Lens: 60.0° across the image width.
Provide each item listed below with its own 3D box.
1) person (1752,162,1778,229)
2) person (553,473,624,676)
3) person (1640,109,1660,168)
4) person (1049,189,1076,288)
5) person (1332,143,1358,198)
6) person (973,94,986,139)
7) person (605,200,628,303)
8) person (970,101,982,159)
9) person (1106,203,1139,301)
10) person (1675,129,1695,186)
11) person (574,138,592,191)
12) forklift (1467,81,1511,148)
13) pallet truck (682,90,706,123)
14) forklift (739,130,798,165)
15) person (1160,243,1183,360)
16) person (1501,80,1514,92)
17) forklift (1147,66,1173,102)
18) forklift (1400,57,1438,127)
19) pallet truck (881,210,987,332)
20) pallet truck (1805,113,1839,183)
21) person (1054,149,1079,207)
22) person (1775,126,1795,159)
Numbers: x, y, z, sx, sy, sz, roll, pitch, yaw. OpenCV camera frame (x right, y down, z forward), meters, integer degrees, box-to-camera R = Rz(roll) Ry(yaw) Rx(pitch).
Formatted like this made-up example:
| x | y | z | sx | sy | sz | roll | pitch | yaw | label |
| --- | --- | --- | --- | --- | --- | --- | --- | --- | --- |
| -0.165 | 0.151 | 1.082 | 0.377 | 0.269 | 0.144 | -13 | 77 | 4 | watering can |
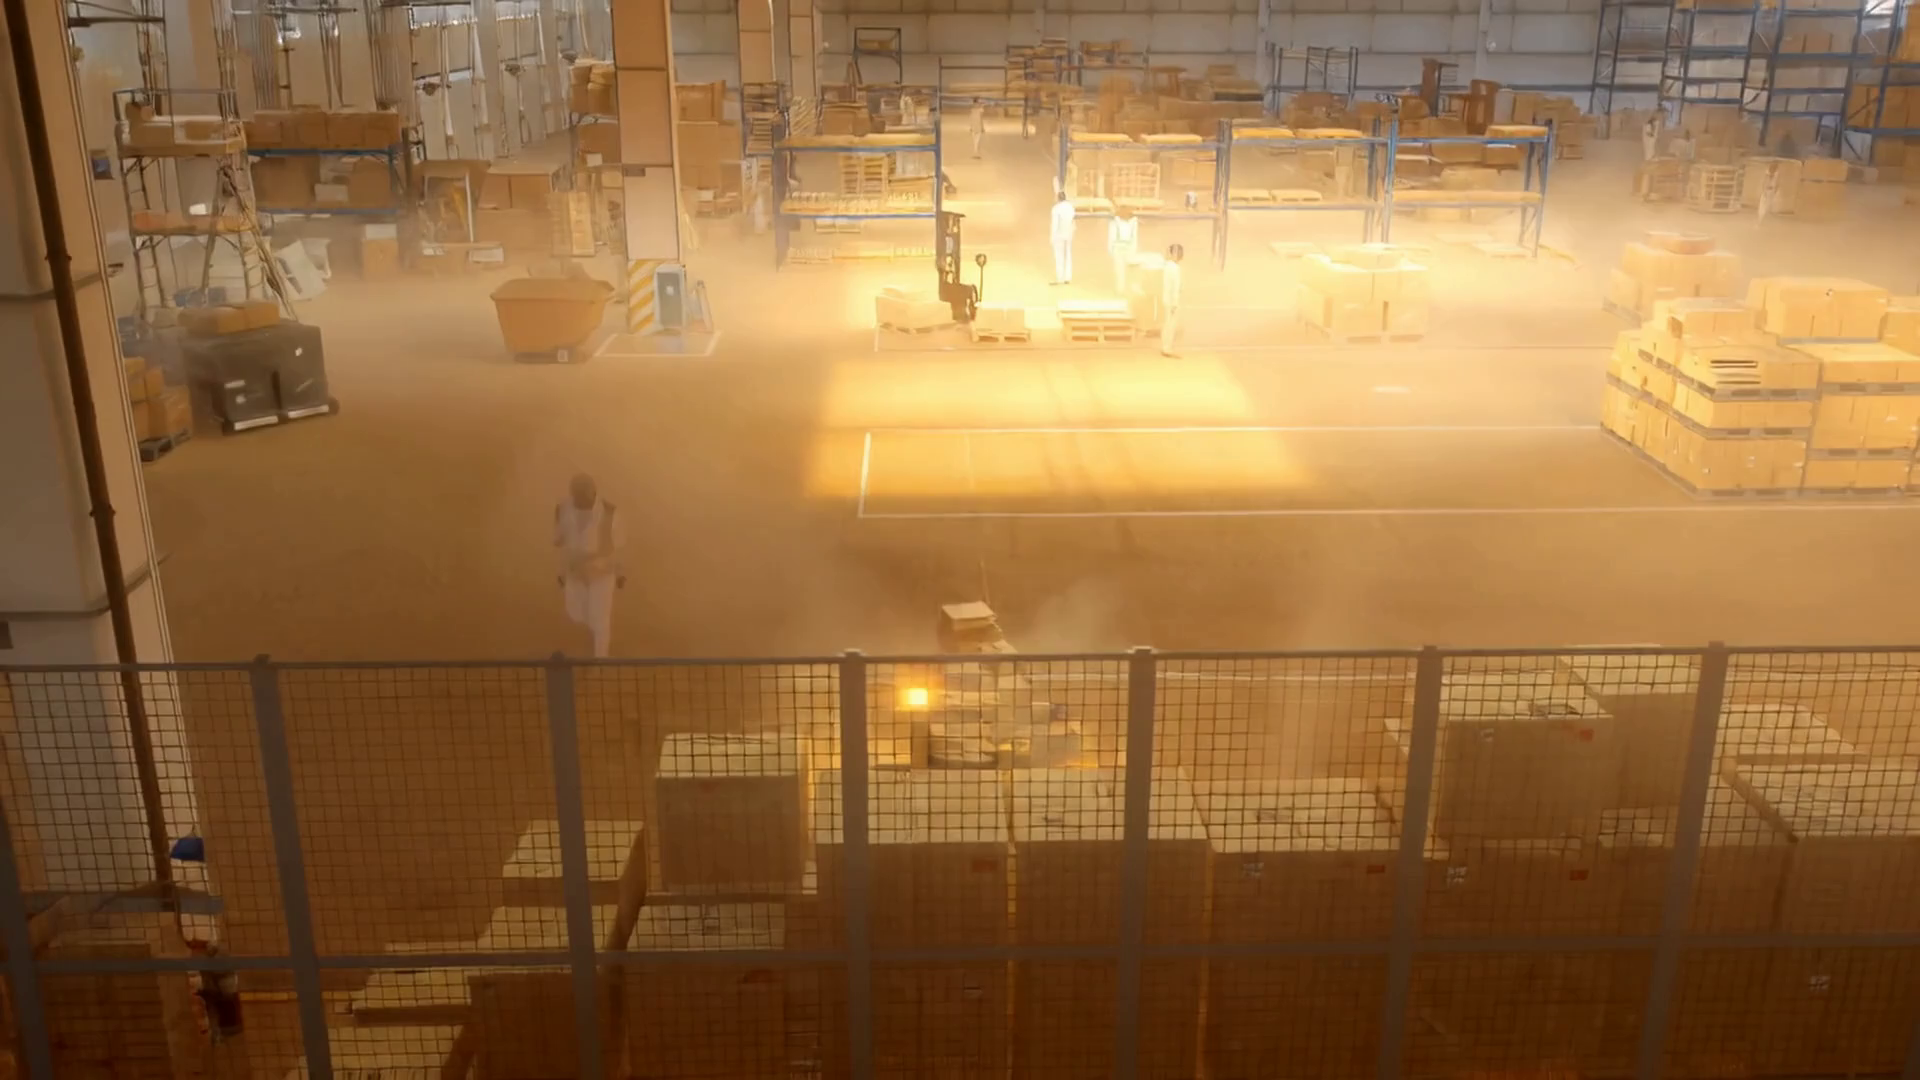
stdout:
| x | y | z | sx | sy | sz | roll | pitch | yaw | label |
| --- | --- | --- | --- | --- | --- | --- | --- | --- | --- |
| 19.900 | -8.507 | 41.065 | 0.603 | 1.609 | 0.389 | -14 | 23 | -36 | person |
| -3.265 | 0.253 | 14.745 | 0.632 | 1.830 | 0.608 | 1 | 19 | 3 | person |
| 22.484 | -13.041 | 54.058 | 0.390 | 1.912 | 0.589 | -3 | 19 | -9 | person |
| 2.022 | -6.013 | 33.170 | 0.373 | 1.935 | 0.628 | 17 | 25 | 42 | person |
| 10.636 | -10.372 | 46.139 | 0.633 | 1.916 | 0.743 | -1 | 19 | -2 | person |
| 0.726 | -16.316 | 64.098 | 0.540 | 1.695 | 0.317 | -6 | 19 | -16 | person |
| -6.491 | -5.476 | 31.587 | 0.384 | 1.924 | 0.593 | -13 | 22 | -33 | person |
| 0.533 | -14.050 | 57.013 | 0.372 | 1.934 | 0.627 | 7 | 20 | 21 | person |
| 3.150 | -5.474 | 31.692 | 0.606 | 1.848 | 0.859 | -6 | 20 | -18 | person |
| 21.558 | -11.357 | 49.389 | 0.548 | 1.676 | 0.606 | -2 | 19 | -7 | person |
| -9.982 | -9.693 | 44.106 | 0.414 | 1.918 | 0.625 | -4 | 19 | -11 | person |
| 16.581 | -13.188 | 52.995 | 1.873 | 2.768 | 1.129 | -9 | 20 | -24 | forklift |
| -9.671 | -15.907 | 62.421 | 0.823 | 1.965 | 1.885 | 5 | 19 | 15 | pallet truck |
| -6.389 | -13.889 | 55.073 | 1.873 | 2.768 | 1.129 | -1 | 19 | -1 | forklift |
| 3.429 | -3.851 | 26.851 | 0.327 | 1.874 | 0.519 | -2 | 19 | -7 | person |
| 22.718 | -18.137 | 69.170 | 0.547 | 1.917 | 0.694 | 6 | 20 | 17 | person |
| 7.425 | -16.286 | 62.184 | 1.129 | 2.768 | 1.873 | -9 | 21 | -25 | forklift |
| 19.327 | -18.501 | 68.755 | 1.873 | 2.768 | 1.129 | -1 | 19 | -1 | forklift |
| -0.493 | -4.759 | 29.349 | 1.885 | 1.965 | 0.823 | -13 | 23 | -34 | pallet truck |
| 26.403 | -11.957 | 50.702 | 0.823 | 1.965 | 1.885 | 6 | 19 | 16 | pallet truck |
| 2.523 | -8.448 | 40.227 | 0.700 | 2.000 | 0.537 | -16 | 24 | -40 | person |
| 23.119 | -10.654 | 46.856 | 0.644 | 1.980 | 0.518 | -10 | 21 | -28 | person |
